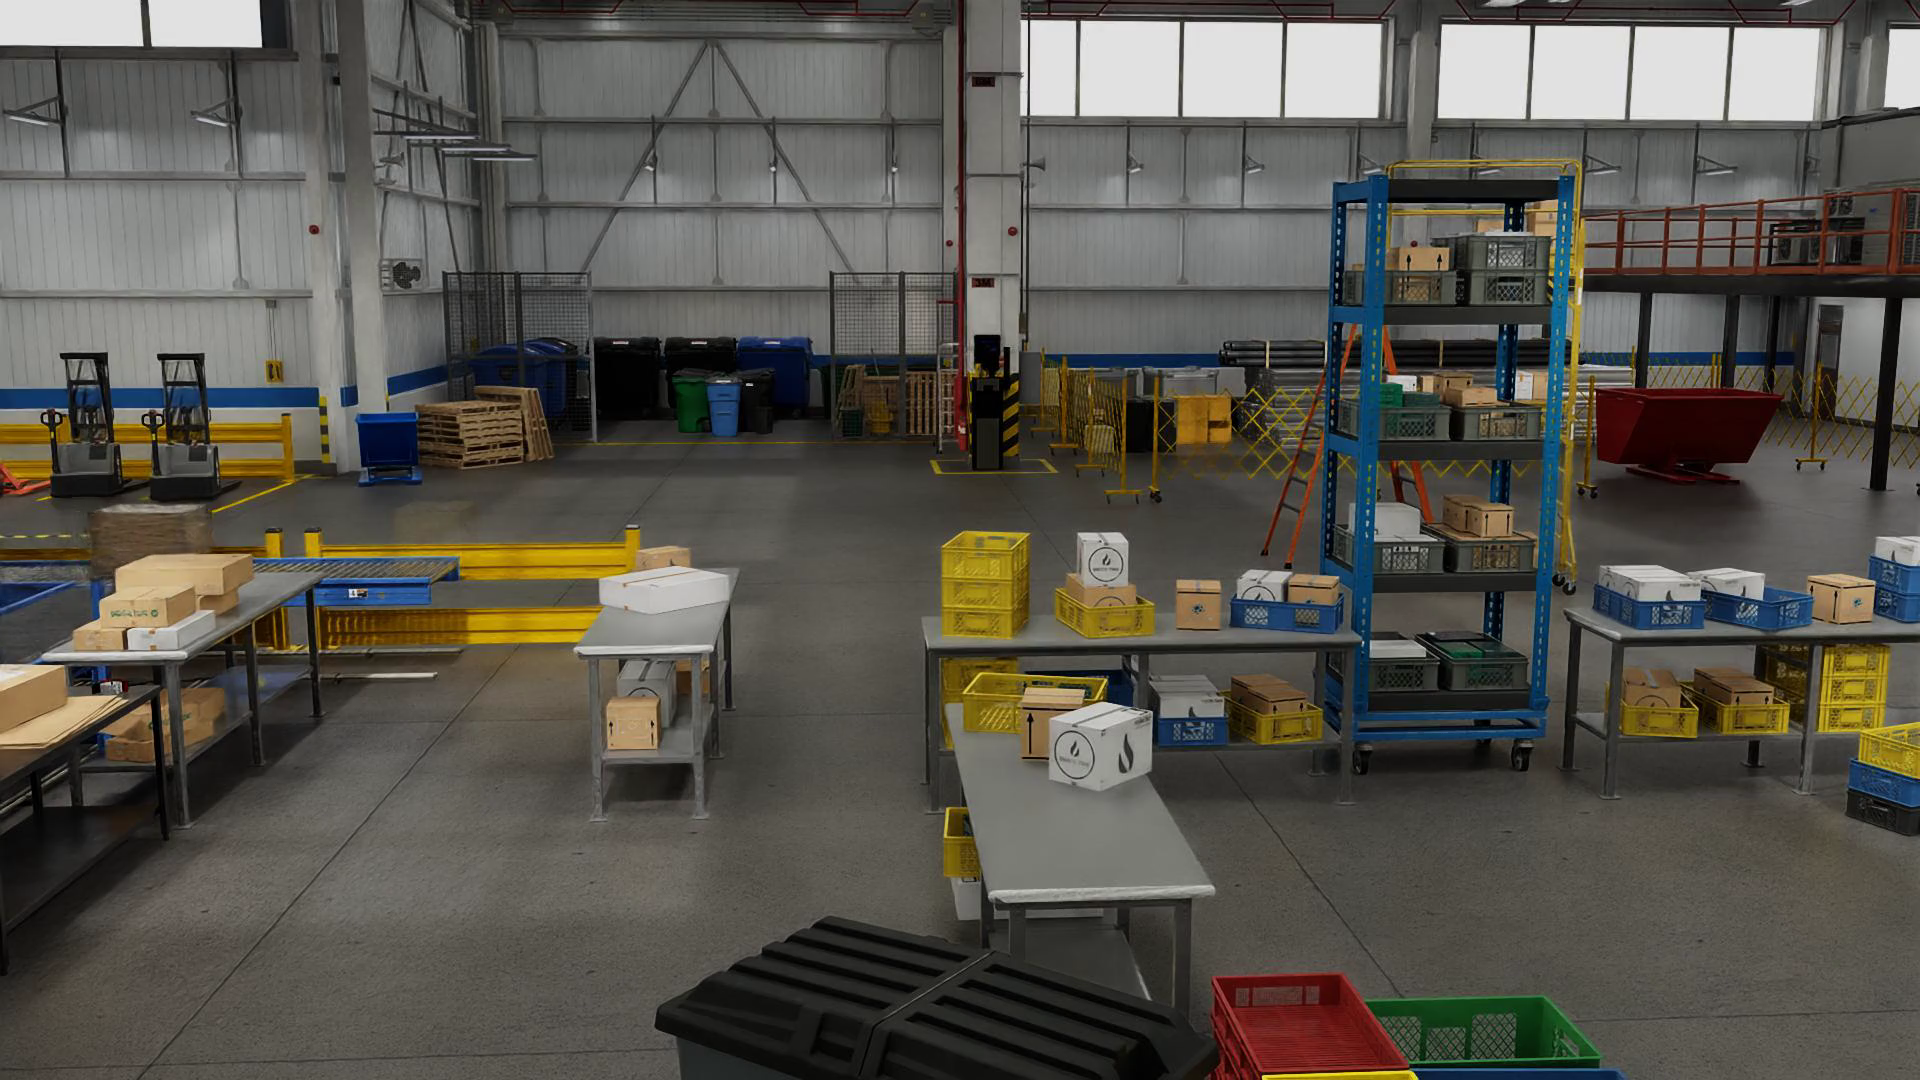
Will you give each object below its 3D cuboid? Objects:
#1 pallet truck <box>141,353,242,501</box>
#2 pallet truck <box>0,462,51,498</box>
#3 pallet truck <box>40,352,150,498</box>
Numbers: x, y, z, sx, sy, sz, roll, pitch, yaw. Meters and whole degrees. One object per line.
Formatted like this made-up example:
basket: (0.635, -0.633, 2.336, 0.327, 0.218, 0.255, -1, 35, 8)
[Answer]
pallet truck: (-10.520, -1.604, 22.925, 0.823, 1.965, 1.885, -1, 9, -6)
pallet truck: (-13.193, -1.293, 23.148, 0.653, 1.274, 1.630, -1, 9, -4)
pallet truck: (-11.907, -1.642, 23.165, 0.823, 1.965, 1.885, 0, 9, 0)
